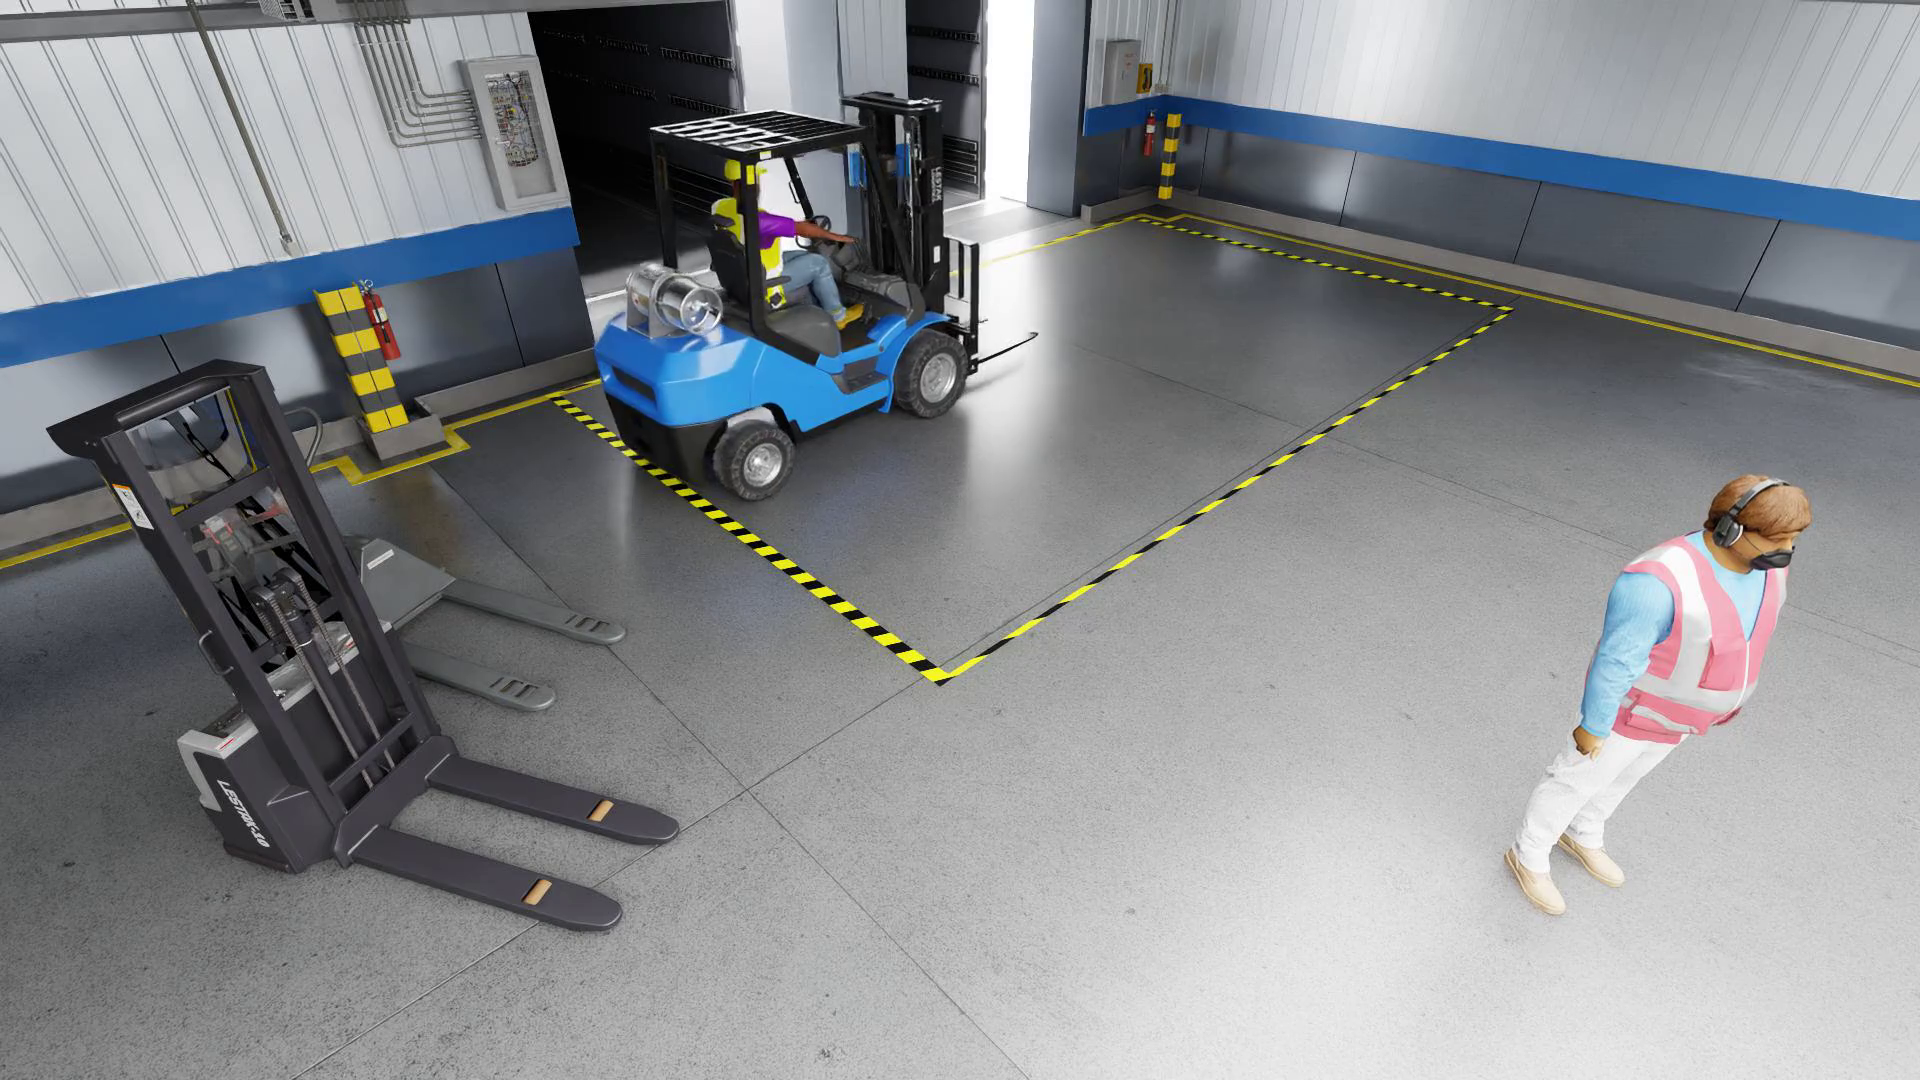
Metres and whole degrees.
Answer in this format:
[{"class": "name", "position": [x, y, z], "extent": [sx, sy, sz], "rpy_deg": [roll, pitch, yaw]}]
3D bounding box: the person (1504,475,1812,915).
[{"class": "person", "position": [2.444, 0.589, 3.246], "extent": [0.625, 1.844, 0.429], "rpy_deg": [-12, 36, -17]}]

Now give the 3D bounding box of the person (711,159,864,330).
[{"class": "person", "position": [-1.127, -2.014, 6.287], "extent": [0.635, 1.294, 1.004], "rpy_deg": [28, 43, 35]}]

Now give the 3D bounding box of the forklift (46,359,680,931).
[{"class": "forklift", "position": [-2.135, 0.422, 3.354], "extent": [1.885, 1.965, 0.823], "rpy_deg": [10, 35, 14]}]

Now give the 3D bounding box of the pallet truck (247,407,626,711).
[{"class": "pallet truck", "position": [-2.628, 0.038, 4.590], "extent": [1.601, 1.201, 0.680], "rpy_deg": [12, 36, 18]}]

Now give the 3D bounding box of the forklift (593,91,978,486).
[{"class": "forklift", "position": [-1.174, -1.838, 6.361], "extent": [1.157, 2.036, 2.680], "rpy_deg": [28, 43, 35]}]
